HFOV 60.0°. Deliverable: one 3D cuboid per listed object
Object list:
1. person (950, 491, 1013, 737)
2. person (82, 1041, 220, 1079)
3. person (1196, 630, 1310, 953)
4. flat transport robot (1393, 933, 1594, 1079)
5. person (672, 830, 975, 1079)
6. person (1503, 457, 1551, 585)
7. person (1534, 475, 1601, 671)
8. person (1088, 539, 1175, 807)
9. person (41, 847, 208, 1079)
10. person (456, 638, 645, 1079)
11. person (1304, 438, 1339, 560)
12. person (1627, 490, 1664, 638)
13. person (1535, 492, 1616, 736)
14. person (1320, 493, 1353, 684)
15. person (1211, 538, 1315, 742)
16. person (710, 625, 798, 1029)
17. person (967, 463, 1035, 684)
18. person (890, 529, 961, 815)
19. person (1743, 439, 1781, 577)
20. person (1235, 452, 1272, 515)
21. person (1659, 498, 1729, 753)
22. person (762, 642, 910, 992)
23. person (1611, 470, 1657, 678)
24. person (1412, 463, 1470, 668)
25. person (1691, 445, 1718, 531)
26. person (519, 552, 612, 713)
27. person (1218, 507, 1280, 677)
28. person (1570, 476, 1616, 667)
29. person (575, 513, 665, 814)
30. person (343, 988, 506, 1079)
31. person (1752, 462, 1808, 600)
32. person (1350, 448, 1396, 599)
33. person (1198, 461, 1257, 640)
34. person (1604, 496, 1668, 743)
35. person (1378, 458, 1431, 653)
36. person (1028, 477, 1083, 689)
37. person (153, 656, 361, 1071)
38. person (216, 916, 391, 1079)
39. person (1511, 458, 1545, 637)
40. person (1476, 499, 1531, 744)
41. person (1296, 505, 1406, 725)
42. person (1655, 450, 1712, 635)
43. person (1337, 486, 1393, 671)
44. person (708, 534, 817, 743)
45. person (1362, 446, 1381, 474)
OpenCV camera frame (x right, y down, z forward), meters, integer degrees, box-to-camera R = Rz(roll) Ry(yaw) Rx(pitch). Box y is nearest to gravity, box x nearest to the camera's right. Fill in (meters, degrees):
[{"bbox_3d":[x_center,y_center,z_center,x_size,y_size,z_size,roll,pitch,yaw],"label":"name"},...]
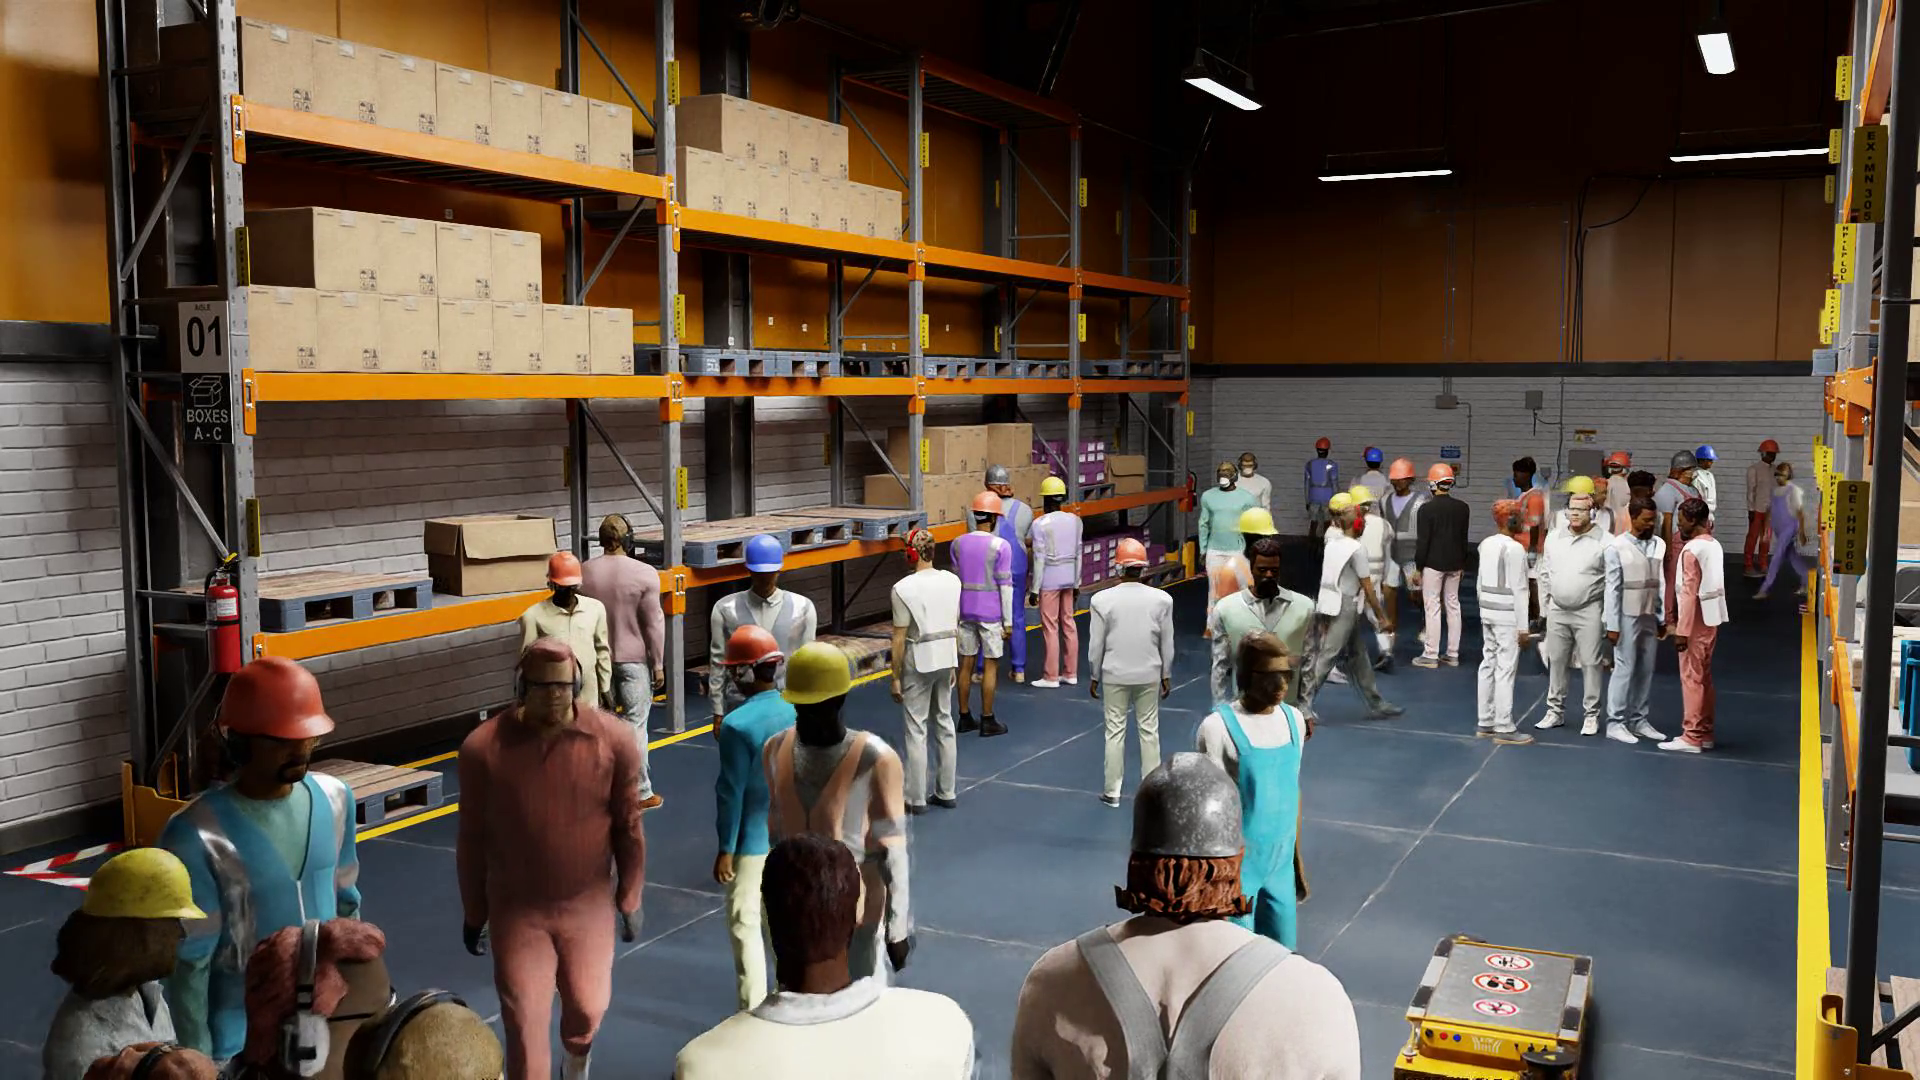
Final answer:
[{"bbox_3d":[0.187,0.580,13.074,0.547,1.927,0.392,4,6,34],"label":"person"},{"bbox_3d":[-1.339,1.666,2.878,0.311,1.641,0.514,1,5,6],"label":"person"},{"bbox_3d":[1.104,1.247,6.362,0.543,1.836,0.429,-3,6,-32],"label":"person"},{"bbox_3d":[2.256,1.966,6.931,0.652,0.197,1.431,2,6,24],"label":"flat transport robot"},{"bbox_3d":[-0.251,1.509,3.170,0.599,1.901,0.489,-2,6,-16],"label":"person"},{"bbox_3d":[7.552,-0.198,22.127,0.627,1.790,0.951,3,6,26],"label":"person"},{"bbox_3d":[5.836,0.328,15.888,0.791,1.904,0.597,-2,6,-19],"label":"person"},{"bbox_3d":[1.116,0.866,10.879,0.569,1.751,0.329,0,5,-3],"label":"person"},{"bbox_3d":[-1.810,1.546,3.734,0.653,1.707,0.516,-1,5,-7],"label":"person"},{"bbox_3d":[-1.470,1.262,5.969,0.654,1.878,0.744,-2,6,-18],"label":"person"},{"bbox_3d":[5.662,-0.632,26.025,0.545,1.938,0.362,3,6,29],"label":"person"},{"bbox_3d":[7.371,0.212,17.998,0.566,1.738,0.379,-4,7,-37],"label":"person"},{"bbox_3d":[4.865,0.578,13.149,0.645,1.913,0.409,5,7,43],"label":"person"},{"bbox_3d":[3.498,0.442,15.390,0.317,1.766,0.533,2,6,17],"label":"person"},{"bbox_3d":[1.697,0.935,9.347,0.584,1.911,0.390,0,5,-4],"label":"person"},{"bbox_3d":[-0.863,1.229,7.061,0.354,1.737,0.576,3,6,27],"label":"person"},{"bbox_3d":[0.334,0.309,15.352,0.673,2.000,0.535,-2,6,-22],"label":"person"},{"bbox_3d":[-0.214,0.846,10.678,0.560,1.836,0.393,-5,7,-43],"label":"person"},{"bbox_3d":[11.523,-0.448,23.814,0.613,1.985,0.412,-2,6,-25],"label":"person"},{"bbox_3d":[3.531,-0.123,20.553,0.630,1.938,0.372,0,5,3],"label":"person"},{"bbox_3d":[5.547,0.641,12.506,0.405,1.909,0.597,4,7,39],"label":"person"},{"bbox_3d":[-0.393,1.264,5.964,0.590,1.887,0.914,3,6,28],"label":"person"},{"bbox_3d":[6.349,0.315,15.689,0.365,1.962,0.613,2,6,18],"label":"person"},{"bbox_3d":[4.679,0.251,16.215,0.609,1.995,0.376,-2,6,-24],"label":"person"},{"bbox_3d":[9.976,-0.299,22.389,0.614,1.947,0.388,-5,7,-44],"label":"person"},{"bbox_3d":[-2.420,0.932,10.274,0.576,1.737,0.355,-4,6,-34],"label":"person"},{"bbox_3d":[2.014,0.712,11.701,0.606,1.912,0.635,-5,7,-43],"label":"person"},{"bbox_3d":[6.152,0.309,16.254,0.585,1.878,0.341,-1,5,-14],"label":"person"},{"bbox_3d":[-2.187,0.795,10.670,0.632,1.940,0.372,1,5,11],"label":"person"},{"bbox_3d":[-0.771,1.573,2.355,0.364,1.932,0.630,3,6,33],"label":"person"},{"bbox_3d":[10.675,-0.112,21.441,1.022,1.795,0.573,-1,5,-12],"label":"person"},{"bbox_3d":[5.313,-0.205,21.375,0.602,1.948,0.386,1,5,13],"label":"person"},{"bbox_3d":[2.864,0.123,17.903,0.632,1.940,0.372,2,6,23],"label":"person"},{"bbox_3d":[5.205,0.608,12.859,0.603,1.904,0.386,-3,6,-28],"label":"person"},{"bbox_3d":[4.639,0.155,17.194,0.619,2.012,0.876,5,7,43],"label":"person"},{"bbox_3d":[0.854,0.387,15.117,0.594,1.924,0.382,-4,7,-40],"label":"person"},{"bbox_3d":[-1.863,1.320,4.546,0.419,2.034,0.607,3,6,29],"label":"person"},{"bbox_3d":[-1.049,1.555,2.735,0.400,1.899,0.649,-1,5,-11],"label":"person"},{"bbox_3d":[6.213,0.081,18.259,0.379,1.958,0.607,0,5,4],"label":"person"},{"bbox_3d":[4.198,0.624,12.819,0.366,1.878,0.614,-1,5,-14],"label":"person"},{"bbox_3d":[3.135,0.610,13.486,1.005,1.787,0.578,-1,5,-6],"label":"person"},{"bbox_3d":[8.002,0.029,18.362,0.688,2.000,0.539,-5,7,-41],"label":"person"},{"bbox_3d":[3.925,0.368,16.094,0.586,1.788,0.894,-1,5,-14],"label":"person"},{"bbox_3d":[-1.086,0.931,9.212,0.611,1.938,0.412,-1,5,-10],"label":"person"},{"bbox_3d":[6.771,-0.667,27.395,0.338,1.747,0.572,1,5,13],"label":"person"}]
